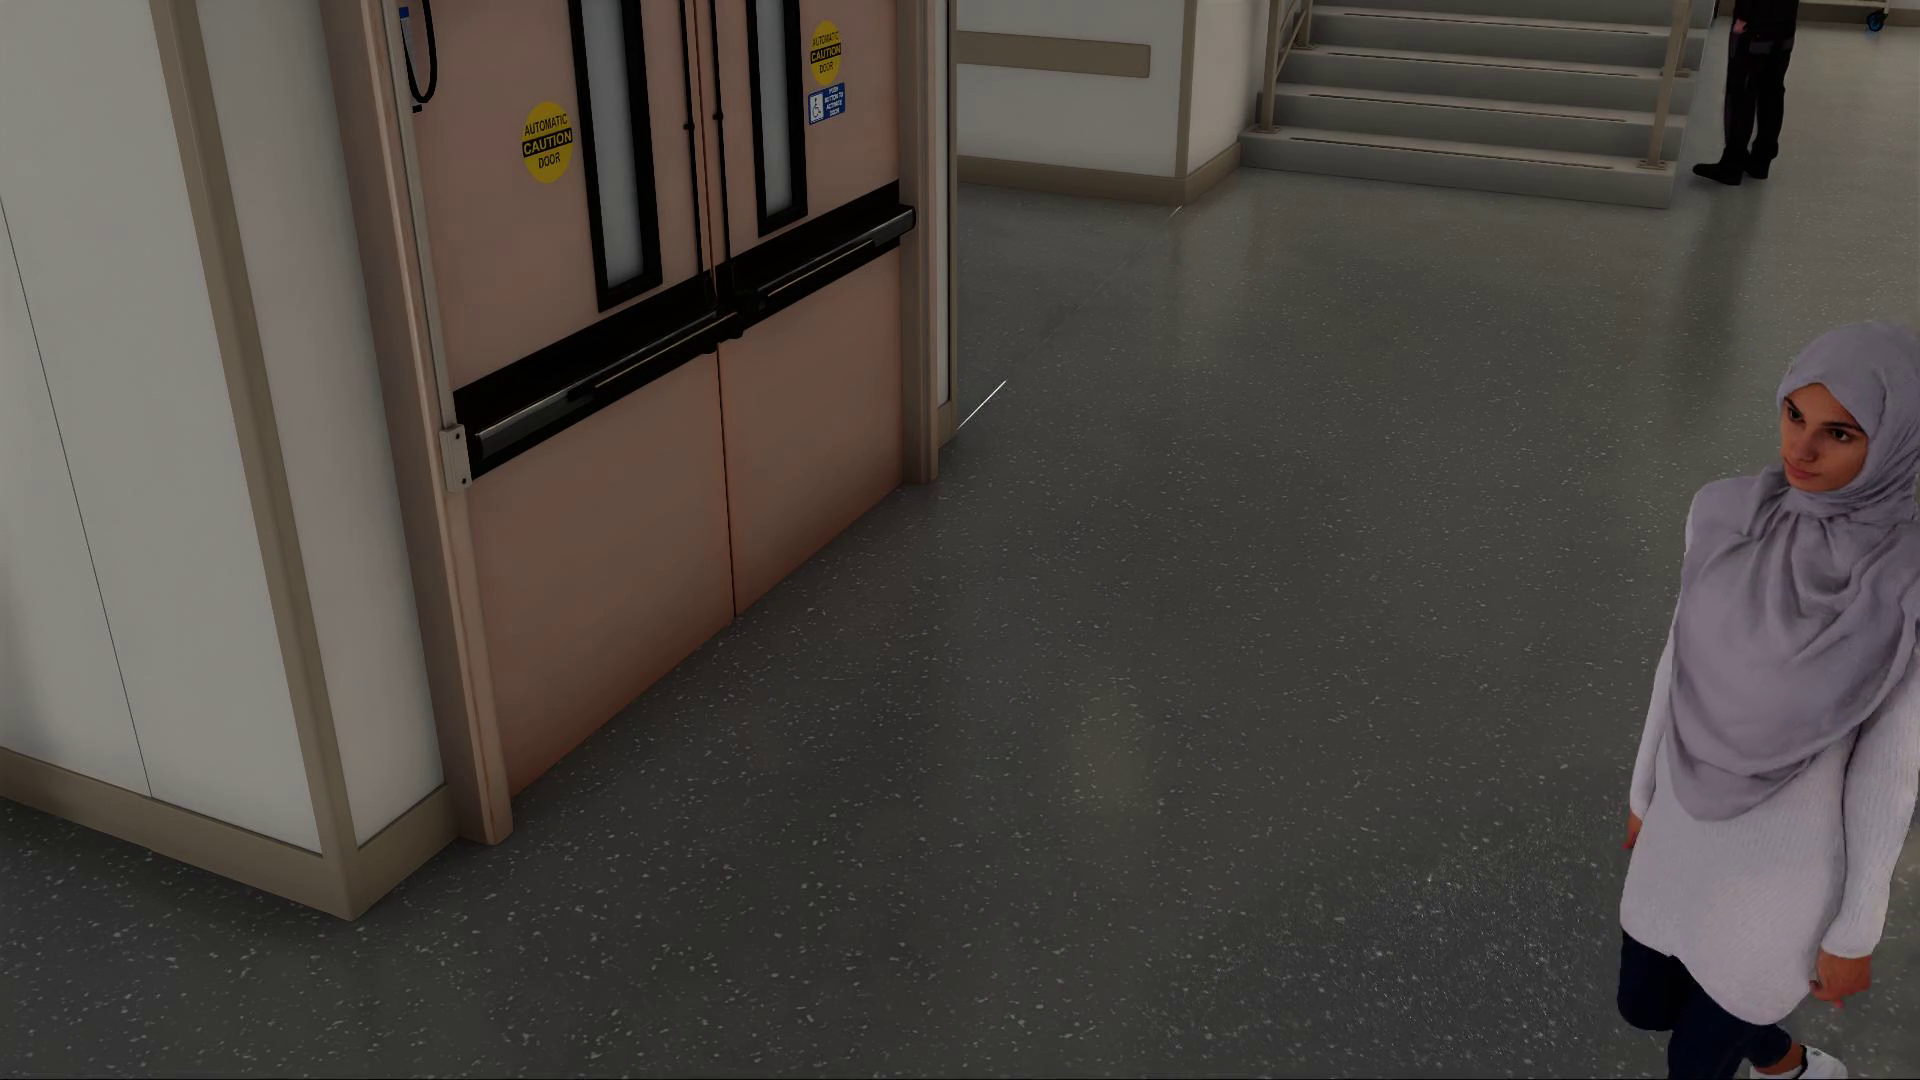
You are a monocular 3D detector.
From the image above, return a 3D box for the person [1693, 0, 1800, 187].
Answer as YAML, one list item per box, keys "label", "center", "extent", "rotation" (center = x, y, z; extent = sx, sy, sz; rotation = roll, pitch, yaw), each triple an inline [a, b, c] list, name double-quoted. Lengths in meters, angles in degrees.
- label: "person"
  center: [4.838, -3.130, 9.996]
  extent: [0.731, 1.911, 0.833]
  rotation: [-14, 29, -26]

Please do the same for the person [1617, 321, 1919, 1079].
- label: "person"
  center: [1.331, 0.487, 2.672]
  extent: [1.006, 1.756, 0.919]
  rotation: [-12, 28, -24]
